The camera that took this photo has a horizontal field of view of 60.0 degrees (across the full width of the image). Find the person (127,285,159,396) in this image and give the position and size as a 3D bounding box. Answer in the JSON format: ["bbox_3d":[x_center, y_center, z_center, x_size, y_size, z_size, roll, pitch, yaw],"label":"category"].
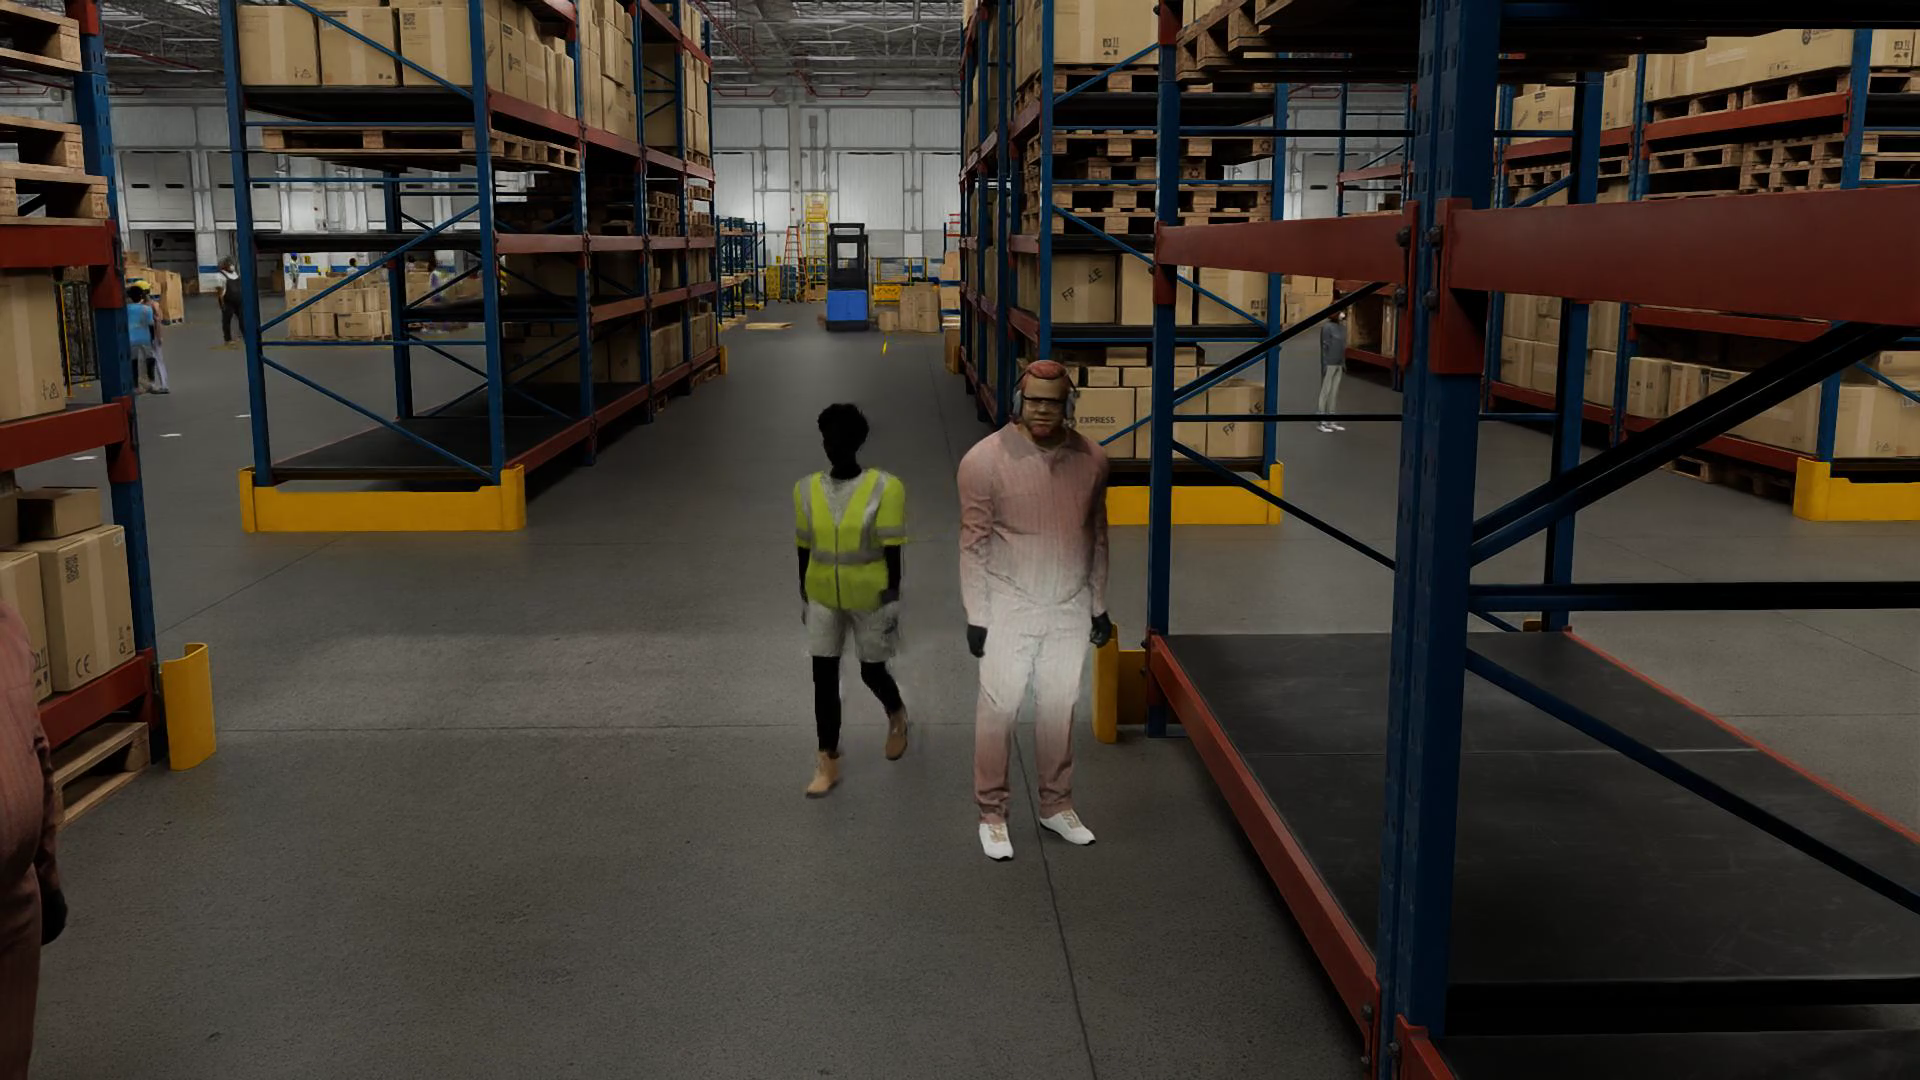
[{"bbox_3d":[-12.585,-3.060,25.502,0.548,1.676,0.562,-2,10,-9],"label":"person"}]

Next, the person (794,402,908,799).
[{"bbox_3d":[-0.460,0.230,7.193,0.537,1.679,0.637,3,11,16],"label":"person"}]

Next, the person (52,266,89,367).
[{"bbox_3d":[-16.896,-4.182,31.142,1.018,1.901,0.610,-1,10,-7],"label":"person"}]

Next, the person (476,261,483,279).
[{"bbox_3d":[-16.593,-8.776,57.367,0.801,1.661,0.548,-8,13,-38],"label":"person"}]

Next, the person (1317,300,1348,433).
[{"bbox_3d":[4.618,-2.149,20.566,0.283,1.633,0.501,10,14,44],"label":"person"}]

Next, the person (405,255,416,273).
[{"bbox_3d":[-20.648,-9.786,62.585,0.429,1.833,0.629,-6,12,-28],"label":"person"}]

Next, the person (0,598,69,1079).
[{"bbox_3d":[-2.135,0.783,3.516,0.395,1.899,0.642,2,10,10],"label":"person"}]

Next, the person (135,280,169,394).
[{"bbox_3d":[-12.526,-3.128,25.696,0.528,1.757,0.358,6,12,32],"label":"person"}]

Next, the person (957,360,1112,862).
[{"bbox_3d":[0.310,0.263,6.380,0.643,1.905,0.400,-5,11,-24],"label":"person"}]

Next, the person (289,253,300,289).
[{"bbox_3d":[-25.443,-10.036,63.627,0.403,1.945,0.614,-3,11,-17],"label":"person"}]

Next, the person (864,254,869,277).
[{"bbox_3d":[-3.232,-8.746,56.503,0.381,1.923,0.591,-2,10,-14],"label":"person"}]

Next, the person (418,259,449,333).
[{"bbox_3d":[-13.534,-6.224,42.571,0.882,1.881,0.616,-1,10,-7],"label":"person"}]

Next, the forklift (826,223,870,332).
[{"bbox_3d":[-2.942,-6.881,43.454,1.129,2.768,1.873,0,10,-2],"label":"forklift"}]

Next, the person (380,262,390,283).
[{"bbox_3d":[-20.195,-9.018,58.543,0.511,1.727,0.374,1,10,7],"label":"person"}]

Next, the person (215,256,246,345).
[{"bbox_3d":[-16.337,-5.396,37.518,0.861,2.000,0.705,5,12,28],"label":"person"}]

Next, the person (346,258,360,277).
[{"bbox_3d":[-18.158,-7.515,49.830,0.535,1.863,0.329,5,11,24],"label":"person"}]
